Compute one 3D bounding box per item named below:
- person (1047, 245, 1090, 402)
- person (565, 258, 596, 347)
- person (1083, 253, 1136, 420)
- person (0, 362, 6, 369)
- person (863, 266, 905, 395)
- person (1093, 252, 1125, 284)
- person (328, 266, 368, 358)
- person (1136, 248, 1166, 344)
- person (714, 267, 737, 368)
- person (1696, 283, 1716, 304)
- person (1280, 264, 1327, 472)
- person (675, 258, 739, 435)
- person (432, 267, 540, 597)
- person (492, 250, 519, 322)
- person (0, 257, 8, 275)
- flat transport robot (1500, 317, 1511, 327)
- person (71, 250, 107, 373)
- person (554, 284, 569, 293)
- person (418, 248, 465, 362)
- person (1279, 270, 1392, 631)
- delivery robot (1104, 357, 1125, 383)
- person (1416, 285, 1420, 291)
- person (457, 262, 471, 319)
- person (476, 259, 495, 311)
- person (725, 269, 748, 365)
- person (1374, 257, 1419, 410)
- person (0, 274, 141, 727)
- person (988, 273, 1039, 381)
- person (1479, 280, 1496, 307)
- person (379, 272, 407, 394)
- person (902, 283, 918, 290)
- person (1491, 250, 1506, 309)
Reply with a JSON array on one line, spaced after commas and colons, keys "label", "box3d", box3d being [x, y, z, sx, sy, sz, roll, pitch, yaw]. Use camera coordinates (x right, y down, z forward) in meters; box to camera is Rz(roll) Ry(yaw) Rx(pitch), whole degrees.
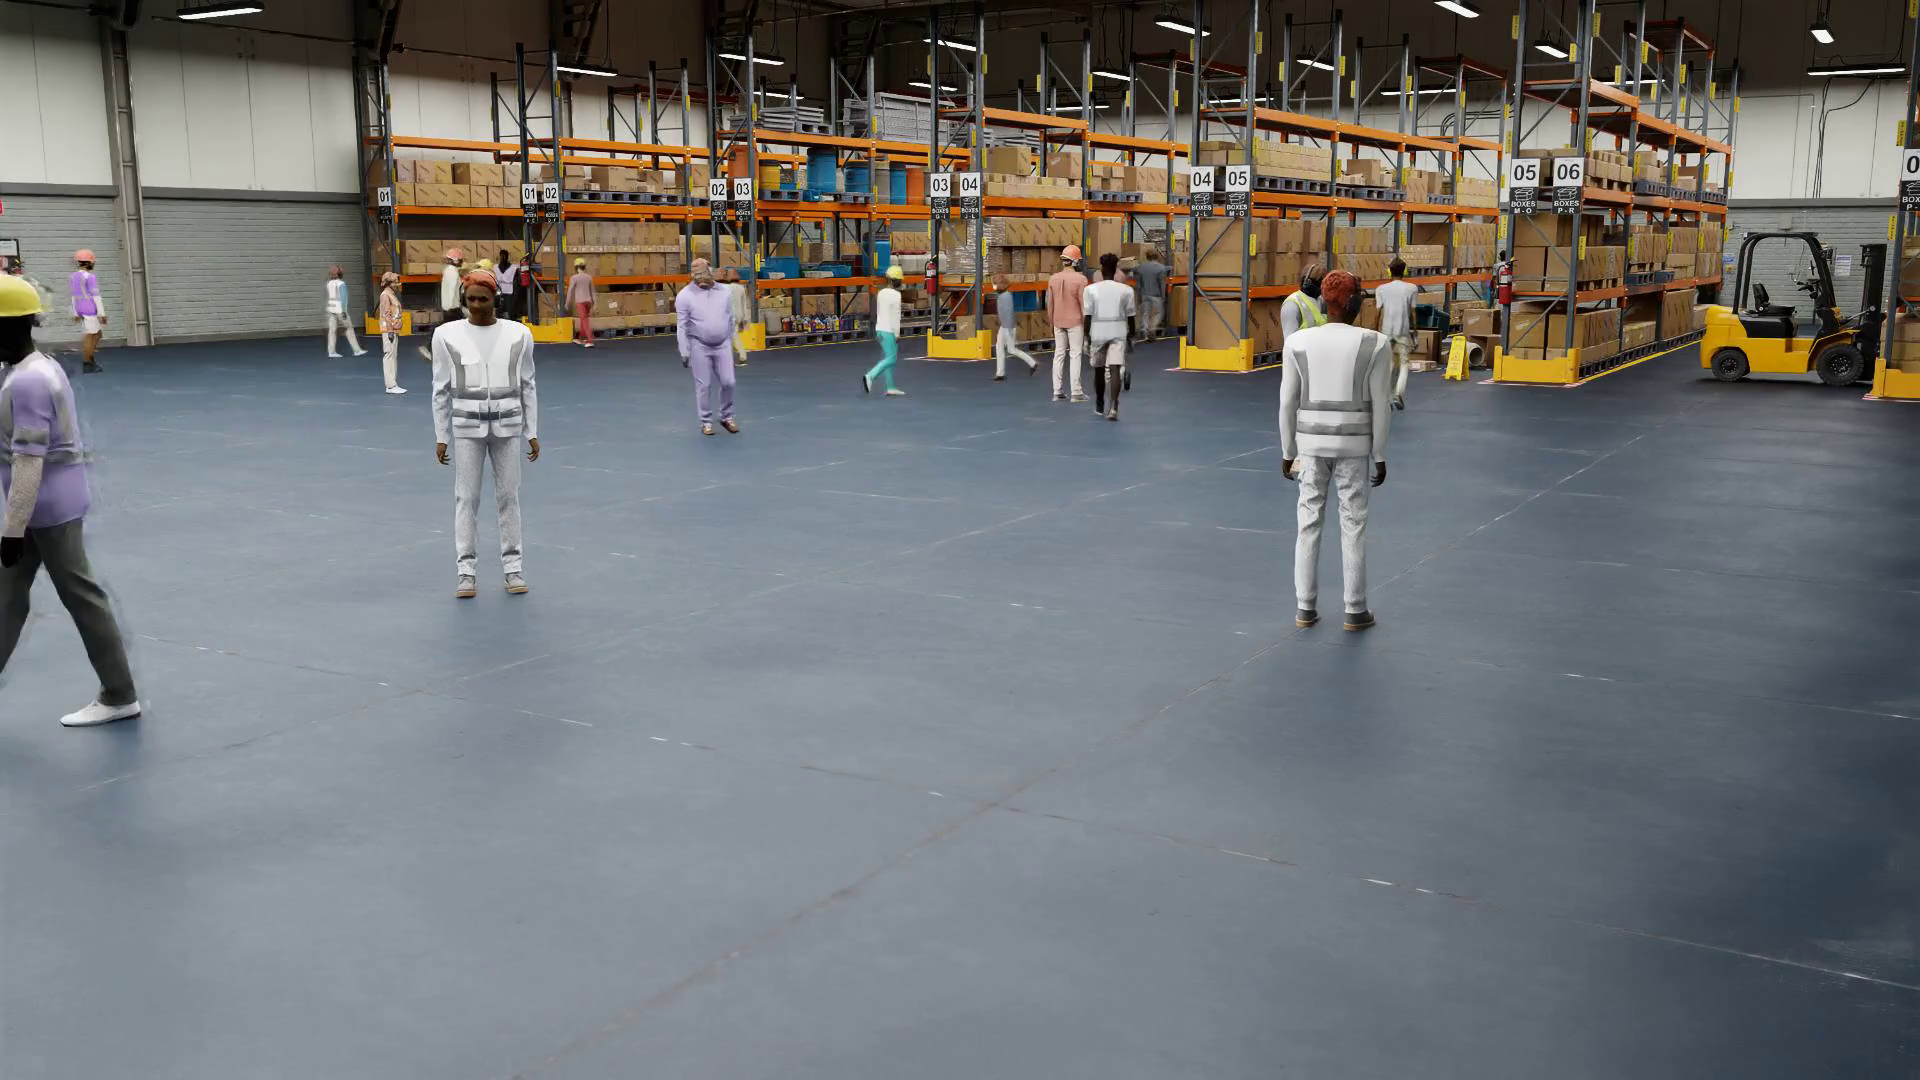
[{"label": "person", "box3d": [1.406, -2.758, 21.265, 0.622, 1.994, 0.381, 8, 13, 37]}, {"label": "person", "box3d": [-7.423, -4.625, 32.491, 0.887, 1.720, 0.534, 7, 12, 35]}, {"label": "person", "box3d": [1.730, -2.359, 19.260, 0.621, 1.921, 1.008, 0, 10, 1]}, {"label": "person", "box3d": [-15.424, -3.544, 26.728, 0.494, 1.624, 0.519, 10, 14, 44]}, {"label": "person", "box3d": [-1.014, -2.752, 21.964, 0.671, 1.737, 0.556, -7, 12, -33]}, {"label": "person", "box3d": [2.497, -3.889, 27.917, 0.644, 1.888, 0.572, 8, 13, 38]}, {"label": "person", "box3d": [-10.916, -4.041, 29.502, 0.541, 1.606, 0.758, 8, 13, 37]}, {"label": "person", "box3d": [3.857, -4.896, 33.436, 0.658, 1.924, 0.446, 6, 12, 31]}, {"label": "person", "box3d": [-3.853, -3.596, 26.963, 0.500, 1.636, 0.280, 1, 10, 7]}, {"label": "person", "box3d": [17.304, -5.813, 38.249, 0.694, 2.000, 0.859, -10, 14, -44]}, {"label": "person", "box3d": [3.114, -1.531, 14.837, 0.429, 1.841, 0.625, 9, 14, 41]}, {"label": "person", "box3d": [-2.673, -2.018, 17.490, 0.662, 1.866, 0.487, -5, 11, -27]}, {"label": "person", "box3d": [-2.717, -0.613, 9.557, 0.585, 1.884, 0.341, -4, 11, -21]}, {"label": "person", "box3d": [-9.537, -5.106, 34.756, 0.607, 1.871, 0.960, 2, 10, 10]}, {"label": "person", "box3d": [-13.281, -3.035, 23.179, 0.948, 1.871, 0.657, -3, 10, -15]}, {"label": "flat transport robot", "box3d": [13.164, -5.309, 40.382, 0.652, 0.197, 1.431, -4, 11, -21]}, {"label": "person", "box3d": [-13.583, -3.569, 26.011, 0.557, 1.916, 0.500, 8, 13, 38]}, {"label": "person", "box3d": [-9.293, -5.850, 38.937, 0.539, 1.869, 0.313, 4, 11, 24]}, {"label": "person", "box3d": [-8.762, -3.997, 28.347, 0.952, 1.960, 0.628, -5, 11, -27]}, {"label": "person", "box3d": [1.962, -0.464, 8.726, 0.574, 1.885, 0.358, 5, 11, 24]}, {"label": "delivery robot", "box3d": [2.067, -2.350, 22.750, 0.477, 0.478, 0.707, 2, 10, 9]}, {"label": "person", "box3d": [11.440, -6.402, 41.627, 0.647, 2.016, 0.647, 1, 10, 6]}, {"label": "person", "box3d": [-8.522, -3.938, 28.626, 0.405, 1.727, 0.495, -3, 10, -14]}, {"label": "person", "box3d": [-8.012, -3.789, 27.695, 0.883, 1.775, 0.616, -5, 11, -25]}, {"label": "person", "box3d": [-3.837, -3.710, 27.719, 0.818, 1.589, 0.512, 7, 12, 33]}, {"label": "person", "box3d": [5.266, -2.471, 20.055, 0.558, 1.853, 0.438, 4, 11, 20]}, {"label": "person", "box3d": [-3.892, -0.121, 6.786, 0.925, 1.884, 0.612, -6, 12, -30]}, {"label": "person", "box3d": [0.791, -3.135, 24.523, 0.696, 1.598, 0.509, -3, 11, -17]}, {"label": "person", "box3d": [13.130, -6.253, 41.300, 0.589, 1.830, 0.427, -8, 13, -37]}, {"label": "person", "box3d": [-7.679, -2.794, 22.465, 0.309, 1.640, 0.514, -2, 10, -12]}, {"label": "person", "box3d": [-1.425, -7.549, 48.131, 0.625, 1.976, 1.076, 5, 11, 26]}, {"label": "person", "box3d": [12.890, -5.948, 39.525, 0.511, 1.860, 0.330, 3, 11, 18]}]
